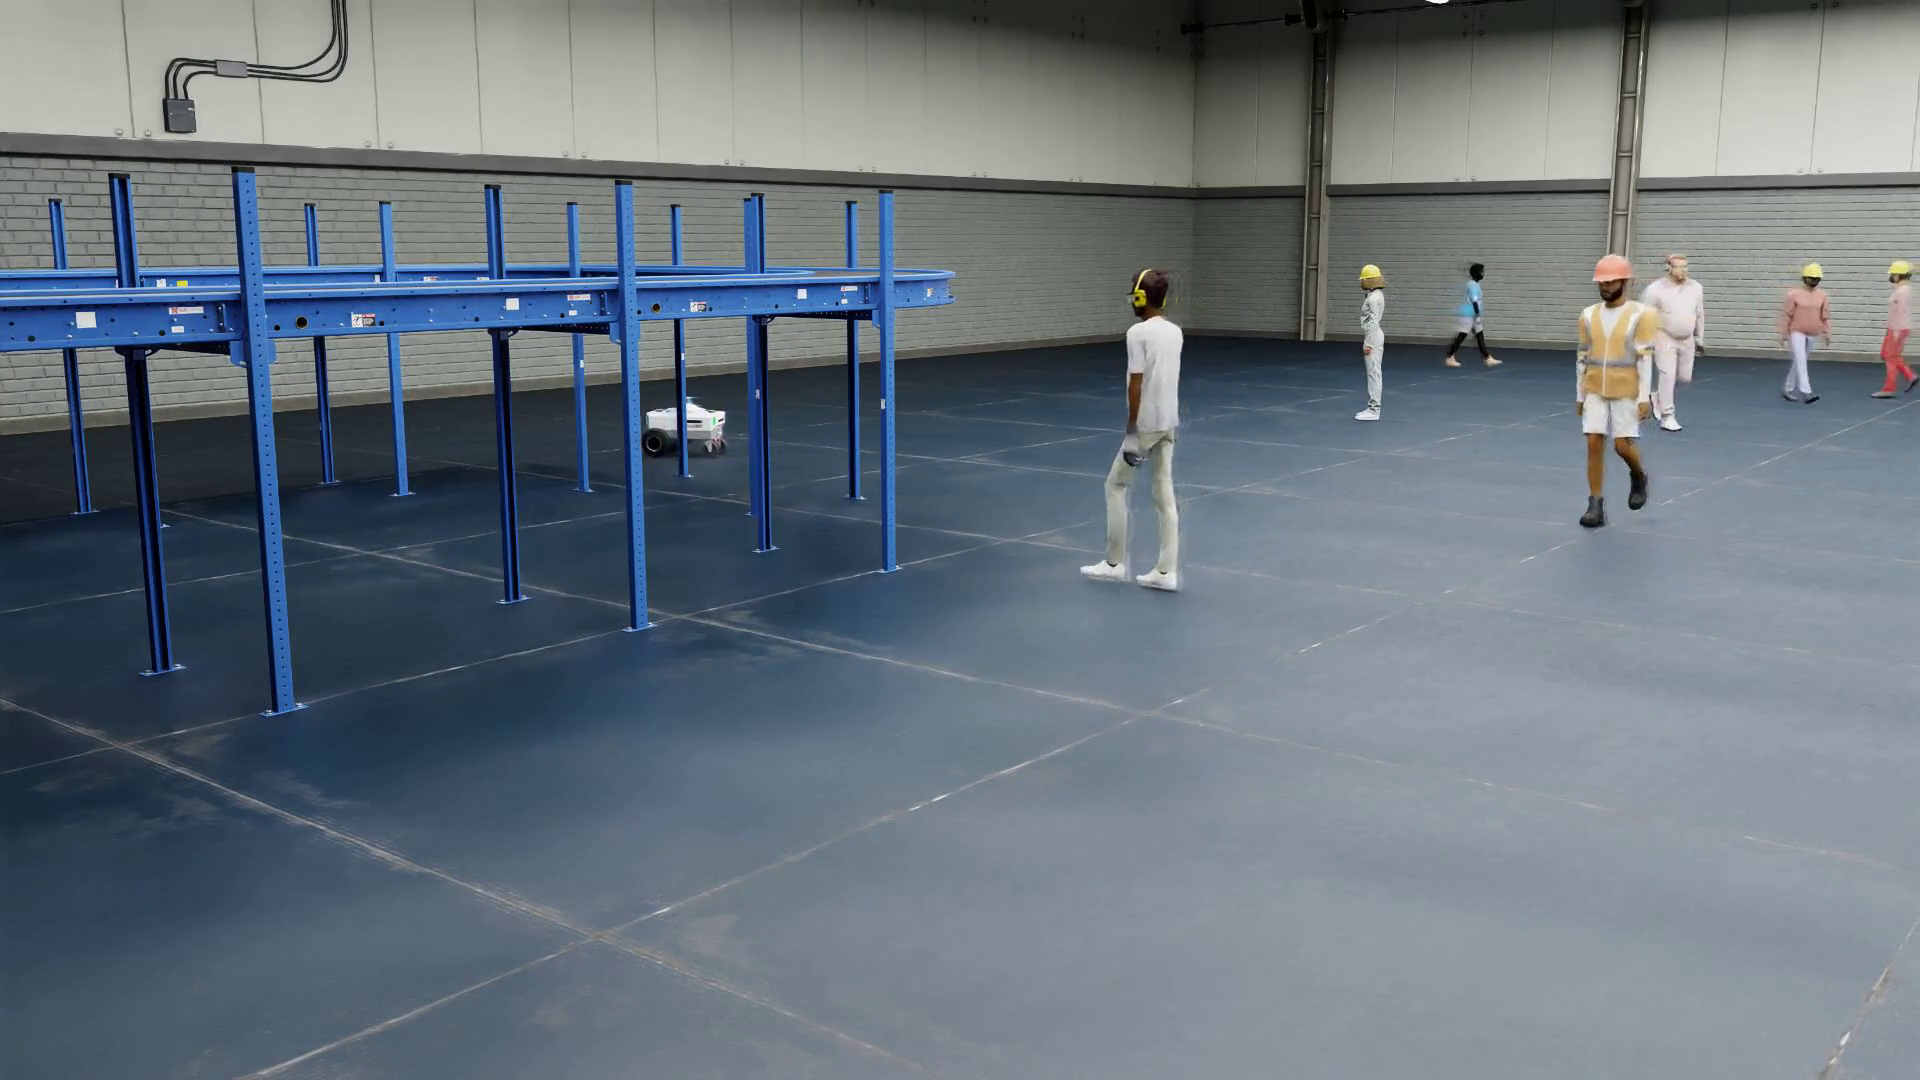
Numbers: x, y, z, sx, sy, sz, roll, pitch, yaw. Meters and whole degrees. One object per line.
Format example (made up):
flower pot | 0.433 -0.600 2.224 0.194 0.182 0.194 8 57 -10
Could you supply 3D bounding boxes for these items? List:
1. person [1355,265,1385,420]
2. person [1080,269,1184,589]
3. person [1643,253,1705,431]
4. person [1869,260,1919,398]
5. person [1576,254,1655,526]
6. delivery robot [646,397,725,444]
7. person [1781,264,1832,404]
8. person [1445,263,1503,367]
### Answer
person | 4.636 -2.232 18.816 0.311 1.735 0.483 3 11 18
person | 1.025 -0.649 9.732 0.575 1.843 0.749 -10 14 -44
person | 7.641 -2.143 17.903 0.661 1.887 0.719 -2 10 -9
person | 12.025 -2.695 21.302 0.459 1.755 0.540 5 11 27
person | 4.692 -1.074 11.886 0.565 1.918 0.659 10 14 44
delivery robot | -2.592 -1.112 15.734 0.707 0.478 0.477 2 10 9
person | 10.520 -2.557 20.664 0.536 1.711 0.963 0 10 -2
person | 8.159 -3.560 26.402 0.889 1.646 0.544 3 11 18
